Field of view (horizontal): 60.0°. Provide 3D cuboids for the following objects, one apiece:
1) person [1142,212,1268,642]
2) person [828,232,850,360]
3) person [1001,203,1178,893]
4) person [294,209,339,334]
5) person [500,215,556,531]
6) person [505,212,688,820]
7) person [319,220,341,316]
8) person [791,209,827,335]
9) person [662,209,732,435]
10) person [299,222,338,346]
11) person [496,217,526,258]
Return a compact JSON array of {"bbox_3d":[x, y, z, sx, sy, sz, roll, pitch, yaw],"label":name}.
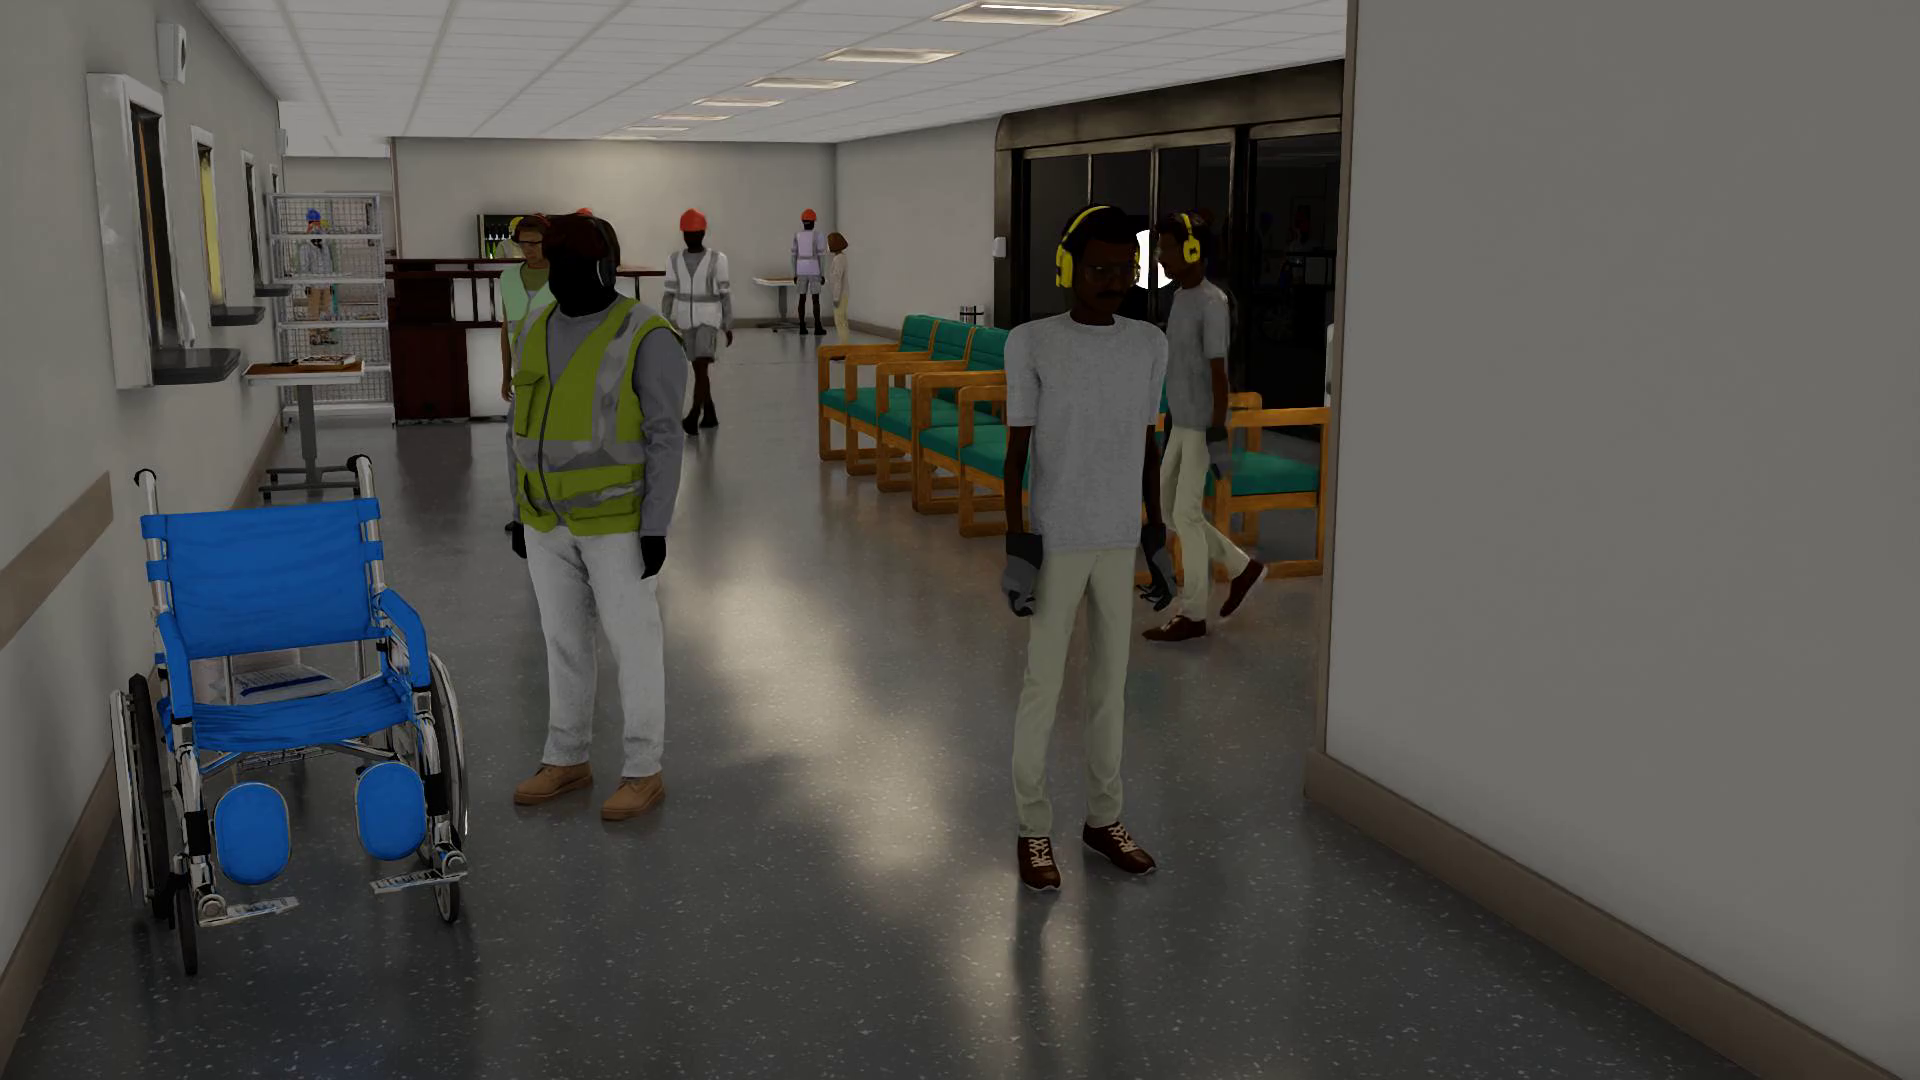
[{"bbox_3d":[1.072,-0.476,7.199,0.512,1.844,0.602,-2,11,-10],"label":"person"},{"bbox_3d":[-1.547,-3.100,21.234,0.285,1.627,0.504,1,11,3],"label":"person"},{"bbox_3d":[0.360,0.025,4.568,0.520,1.865,0.328,-5,12,-22],"label":"person"},{"bbox_3d":[-10.013,-4.162,25.886,0.622,1.927,0.484,-6,12,-27],"label":"person"},{"bbox_3d":[-2.412,-0.961,9.699,0.563,1.838,0.390,3,11,15],"label":"person"},{"bbox_3d":[-1.138,-0.067,5.105,0.627,1.844,0.429,5,12,25],"label":"person"},{"bbox_3d":[-11.361,-4.846,29.814,0.524,1.770,0.315,-6,13,-28],"label":"person"},{"bbox_3d":[-2.341,-4.153,25.816,0.547,1.939,0.376,3,11,16],"label":"person"},{"bbox_3d":[-2.259,-1.851,14.143,0.570,1.881,0.981,3,11,13],"label":"person"},{"bbox_3d":[-9.146,-3.657,23.747,0.335,1.749,0.575,4,12,19],"label":"person"},{"bbox_3d":[-5.901,-3.400,22.262,0.404,1.826,0.593,11,15,44],"label":"person"}]
